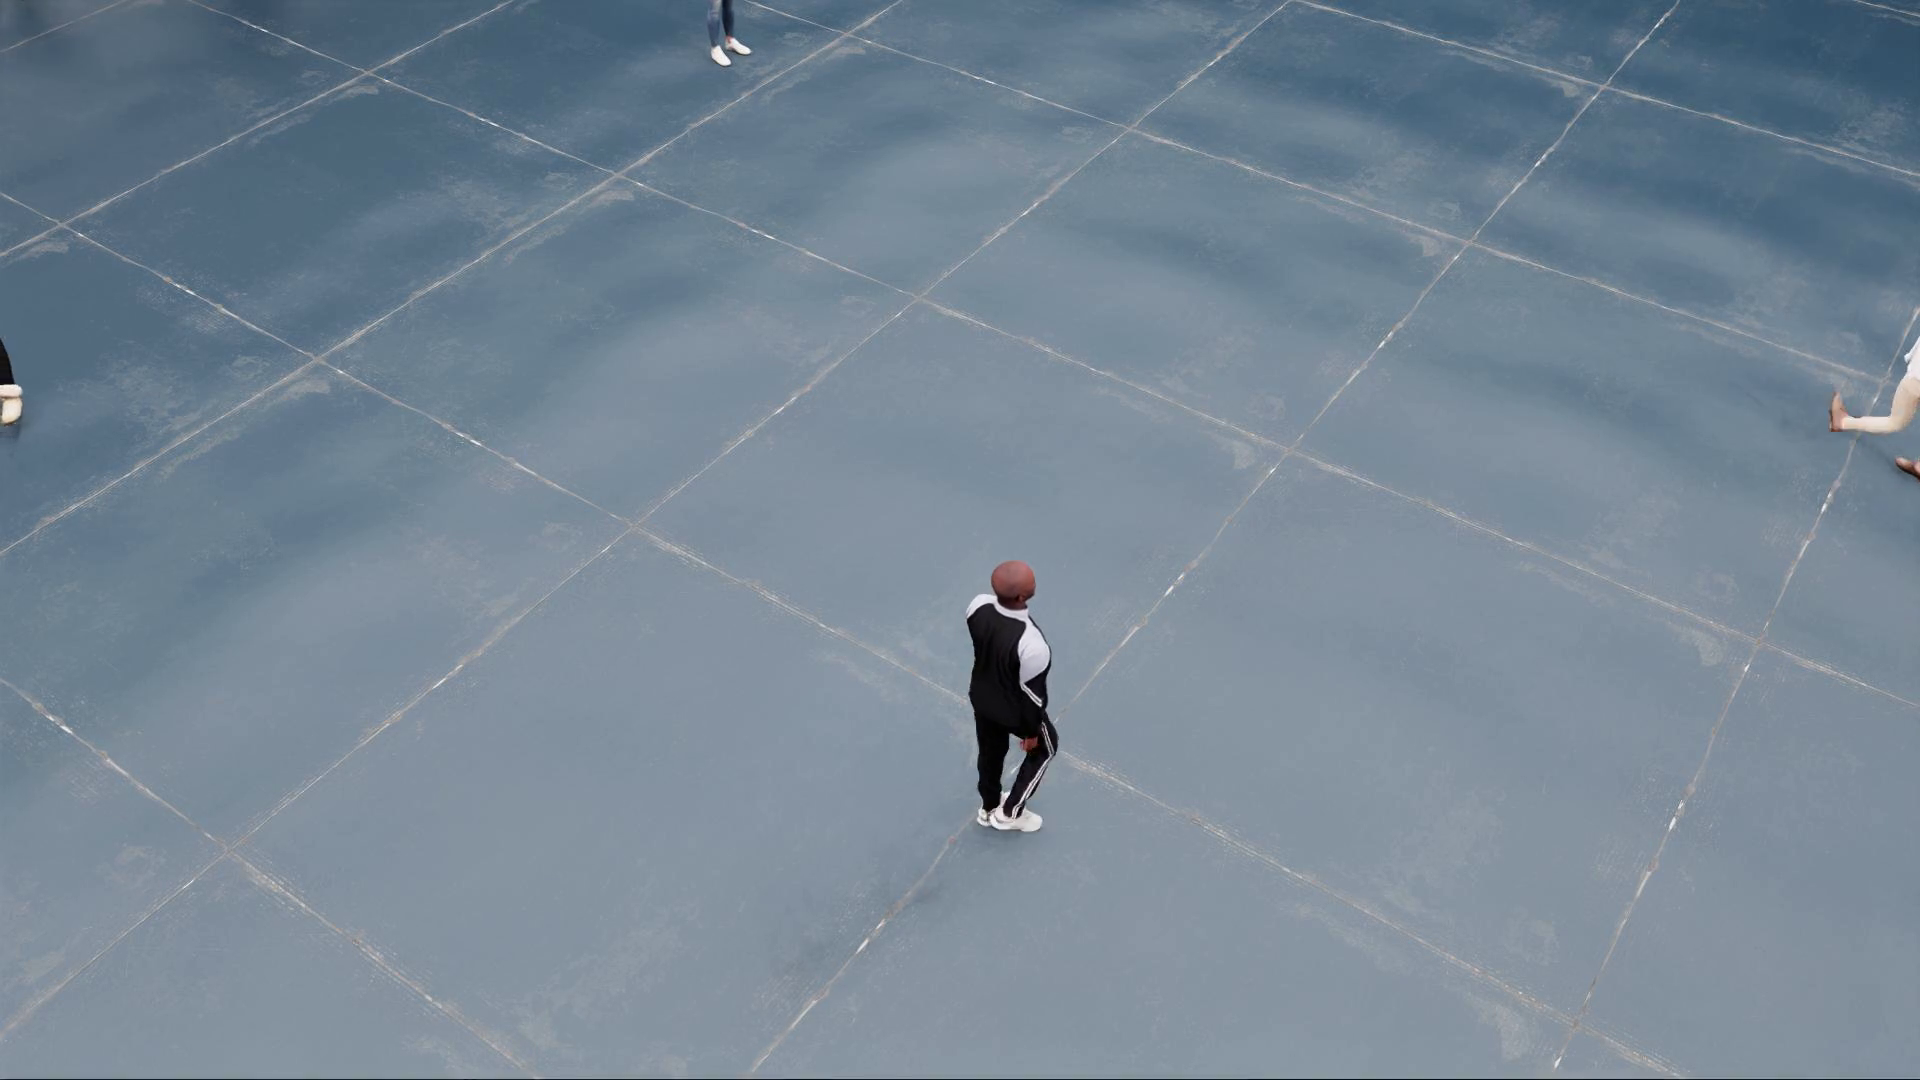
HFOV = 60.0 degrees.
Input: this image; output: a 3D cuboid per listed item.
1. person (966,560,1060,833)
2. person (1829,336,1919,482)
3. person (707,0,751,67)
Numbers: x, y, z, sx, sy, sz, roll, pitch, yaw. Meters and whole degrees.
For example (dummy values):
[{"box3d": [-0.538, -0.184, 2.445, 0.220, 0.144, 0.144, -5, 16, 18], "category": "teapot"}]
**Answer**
[{"box3d": [0.159, 0.810, 8.019, 0.774, 1.816, 0.625, -32, 52, -30], "category": "person"}, {"box3d": [5.874, -1.095, 10.196, 0.815, 1.629, 0.978, -25, 48, -24], "category": "person"}, {"box3d": [-2.069, -4.945, 14.306, 0.539, 1.646, 0.578, 30, 51, 28], "category": "person"}]
